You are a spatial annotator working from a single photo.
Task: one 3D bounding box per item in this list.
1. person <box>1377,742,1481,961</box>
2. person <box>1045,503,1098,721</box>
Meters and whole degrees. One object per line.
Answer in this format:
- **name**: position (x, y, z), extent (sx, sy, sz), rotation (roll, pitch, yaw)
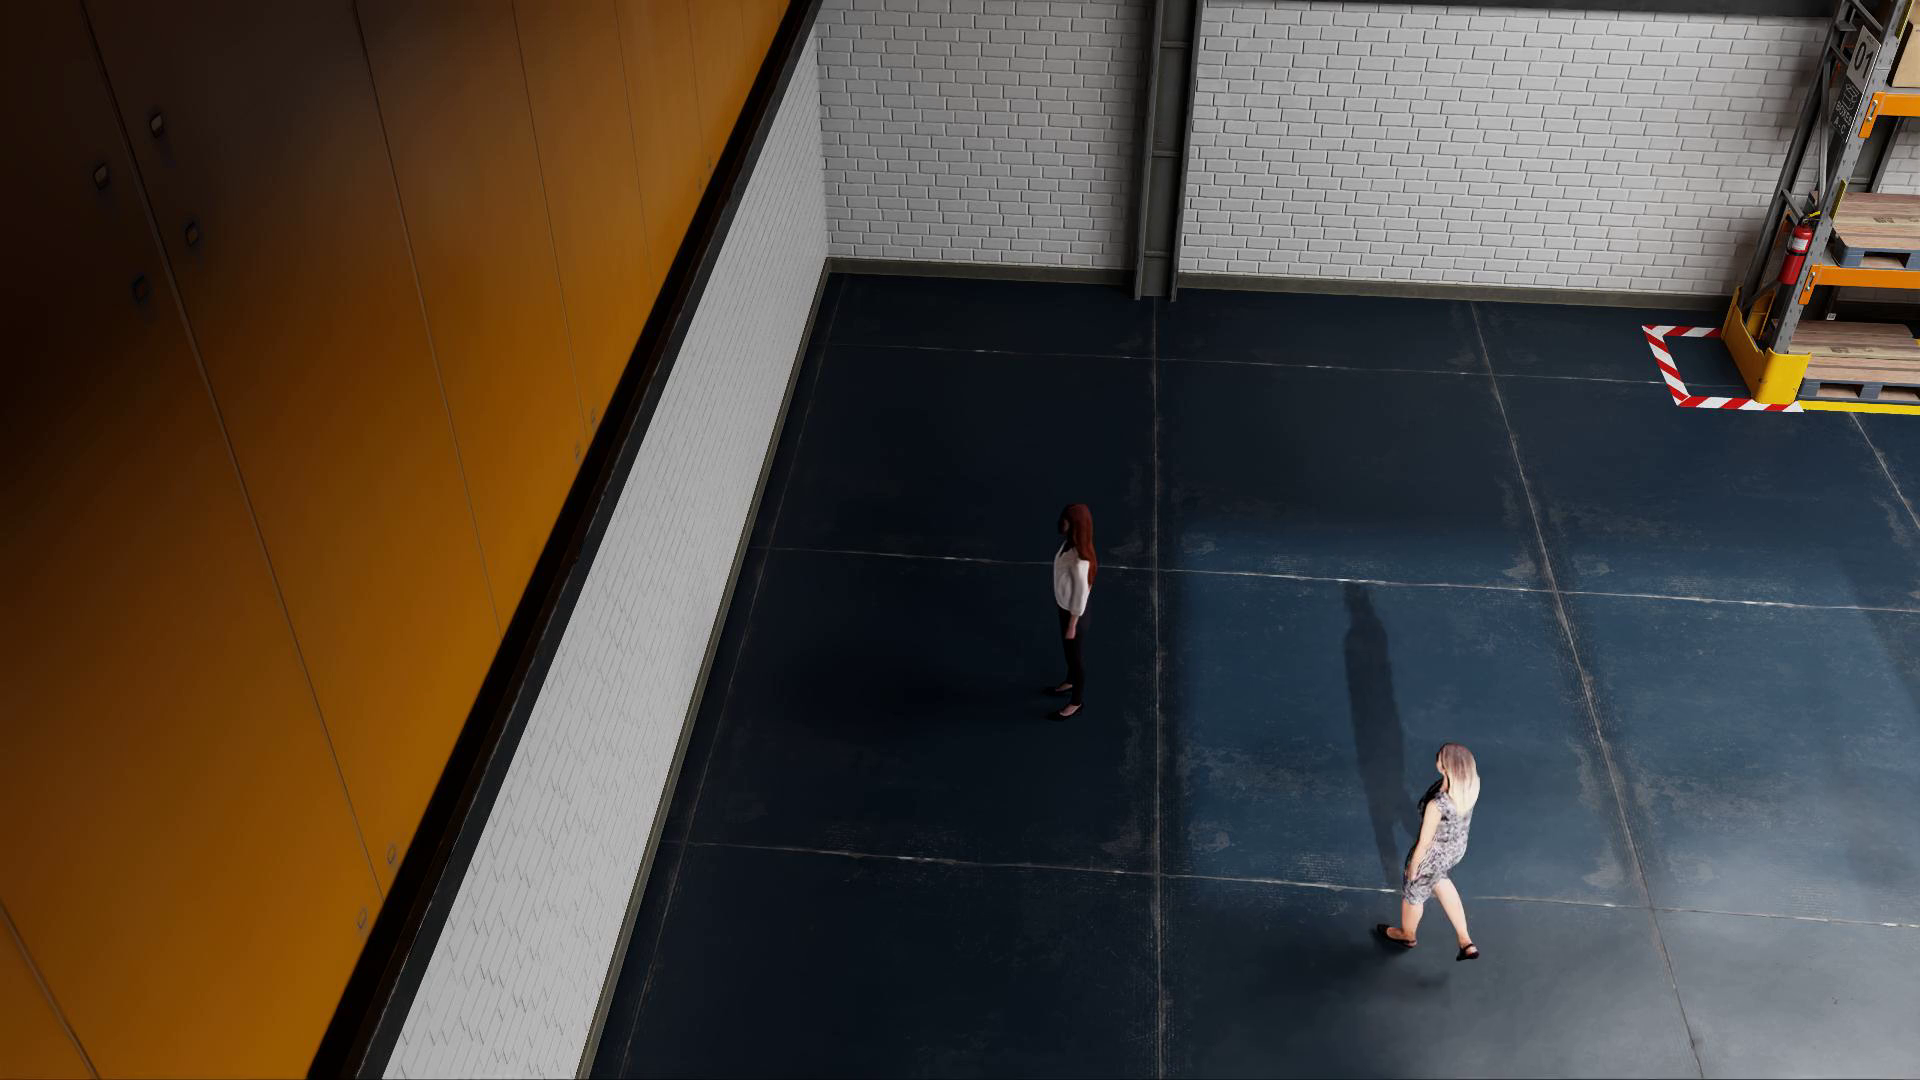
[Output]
- **person**: position (2.757, 1.821, 9.357), extent (0.889, 1.690, 0.931), rotation (-24, 45, -27)
- **person**: position (0.750, 0.471, 10.993), extent (0.516, 1.758, 0.599), rotation (1, 39, 1)
